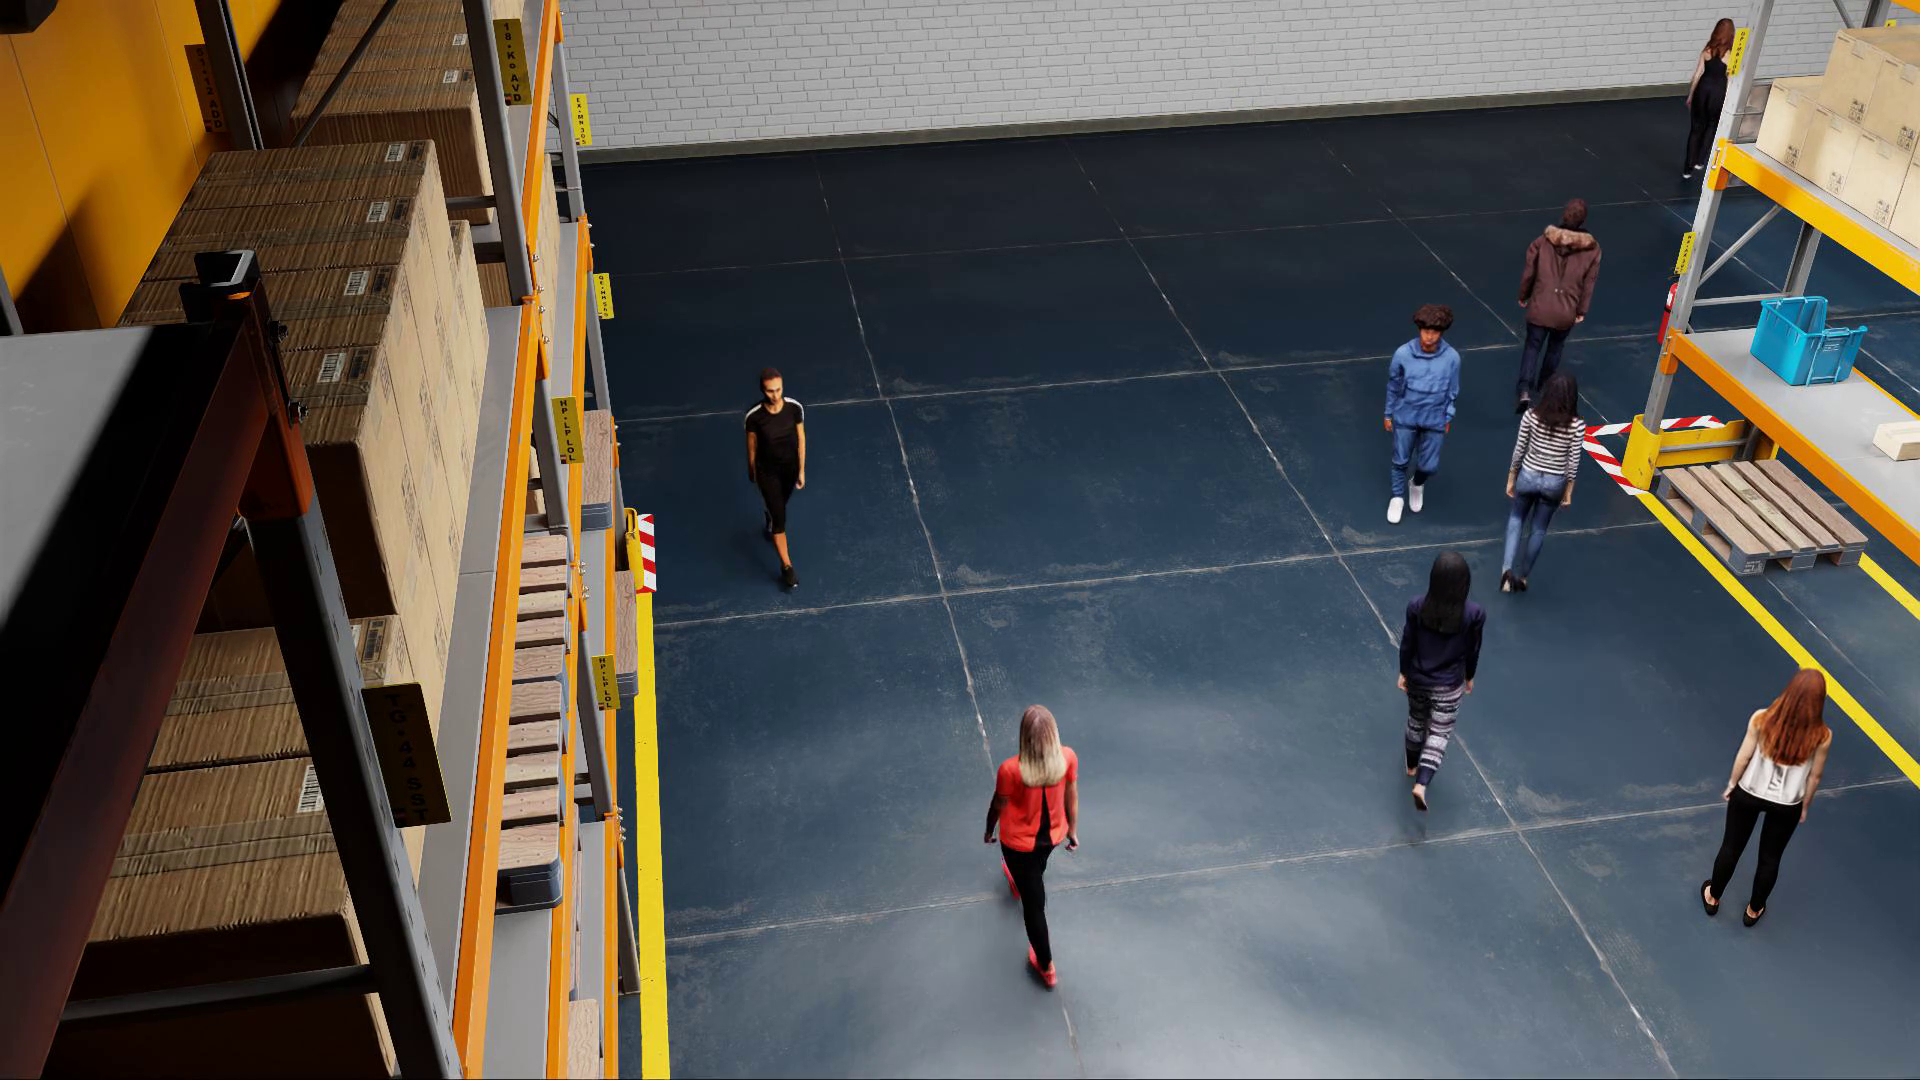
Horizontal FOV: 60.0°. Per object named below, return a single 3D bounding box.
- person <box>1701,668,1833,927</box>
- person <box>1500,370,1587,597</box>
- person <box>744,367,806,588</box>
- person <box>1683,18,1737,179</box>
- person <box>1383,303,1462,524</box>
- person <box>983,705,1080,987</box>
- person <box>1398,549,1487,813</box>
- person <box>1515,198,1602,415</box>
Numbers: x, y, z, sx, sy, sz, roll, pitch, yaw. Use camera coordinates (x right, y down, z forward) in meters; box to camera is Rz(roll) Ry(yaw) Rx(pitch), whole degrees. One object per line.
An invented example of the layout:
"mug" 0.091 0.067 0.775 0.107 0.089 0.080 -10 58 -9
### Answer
"person" 4.381 1.393 9.002 0.647 1.722 0.681 16 37 22
"person" 3.993 -0.311 11.514 0.800 1.781 0.873 17 37 23
"person" -1.343 -0.561 12.029 0.770 1.625 1.206 -13 36 -18
"person" 8.264 -4.850 18.390 0.797 1.728 0.860 18 38 25
"person" 3.455 -0.980 12.508 0.796 1.793 0.798 8 34 12
"person" 0.423 1.632 8.709 0.771 1.649 1.150 -12 36 -18
"person" 2.813 0.846 9.833 0.891 1.714 1.028 12 35 17
"person" 4.946 -1.904 13.879 1.104 1.815 1.269 12 35 17
